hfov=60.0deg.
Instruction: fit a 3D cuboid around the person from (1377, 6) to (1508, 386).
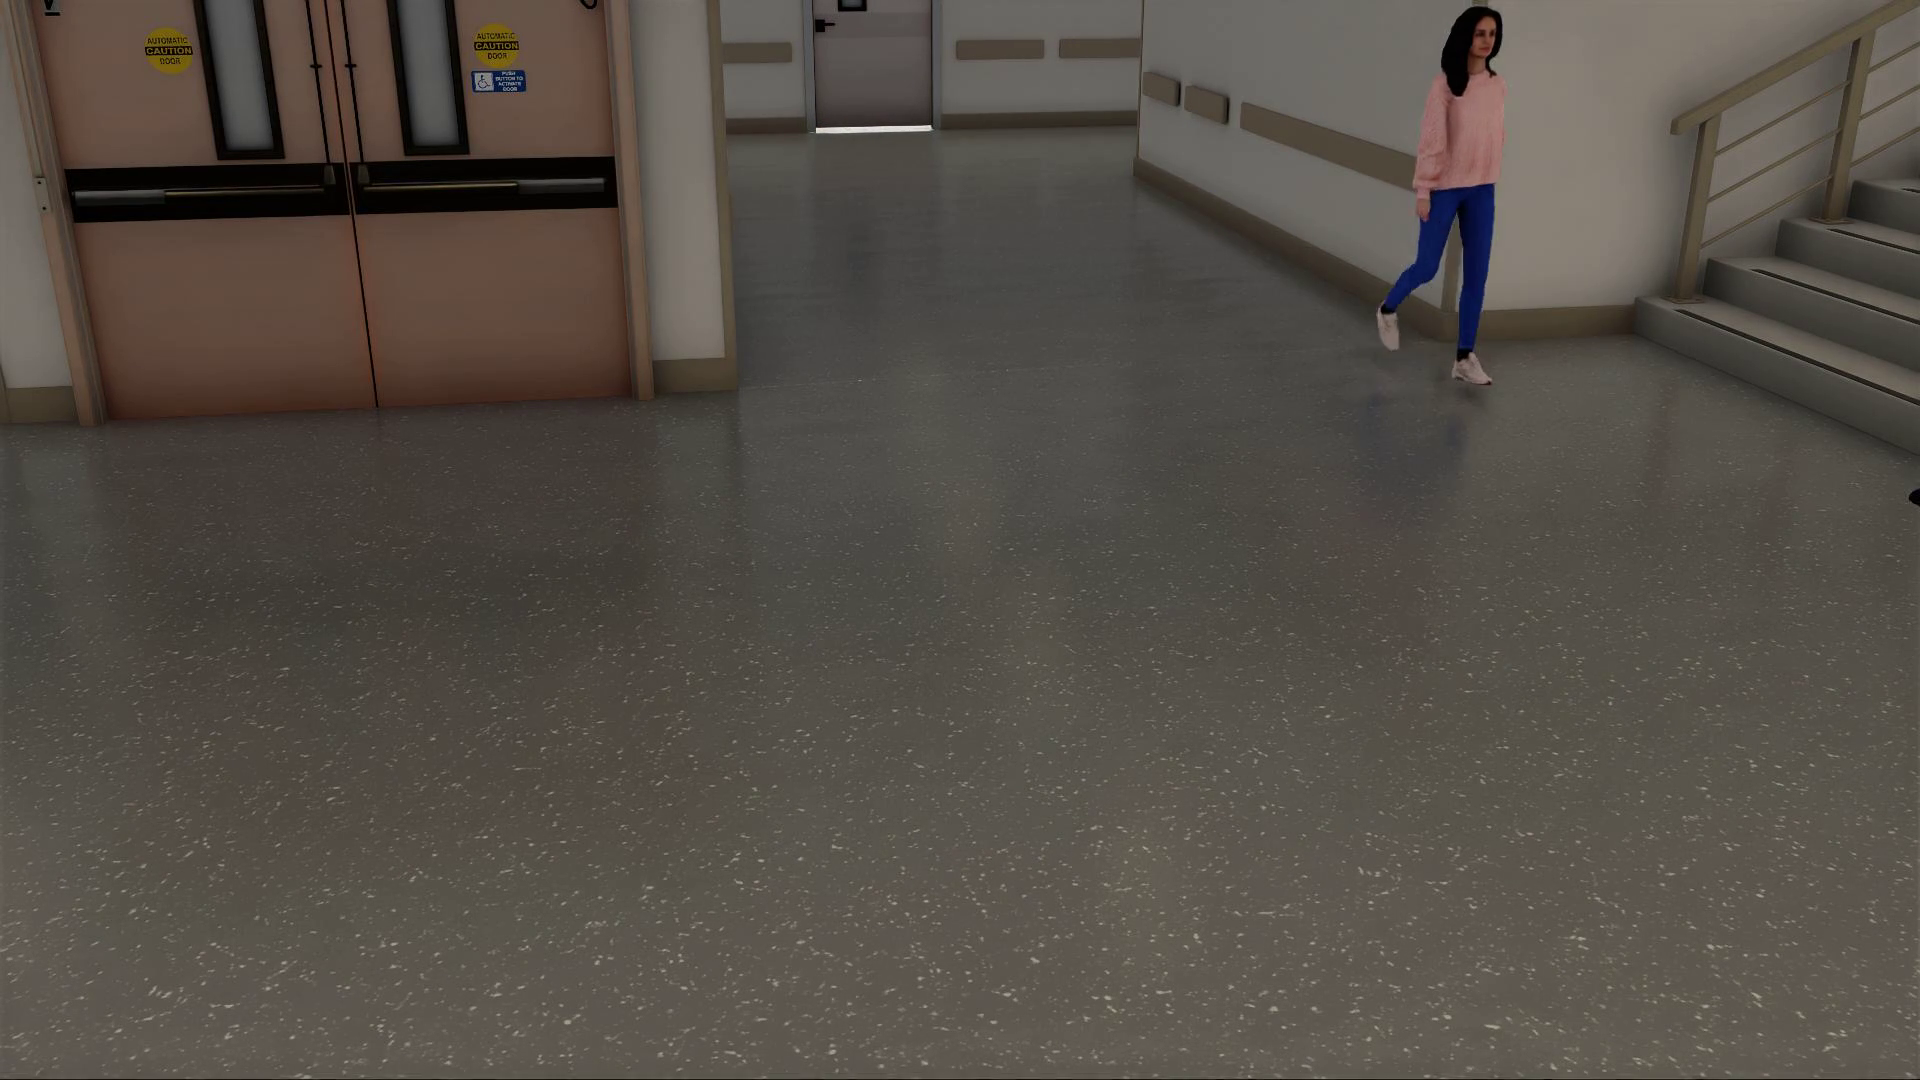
[{"bbox_3d":[2.346,-1.658,8.051,1.097,1.739,0.815,-6,22,-15],"label":"person"}]
